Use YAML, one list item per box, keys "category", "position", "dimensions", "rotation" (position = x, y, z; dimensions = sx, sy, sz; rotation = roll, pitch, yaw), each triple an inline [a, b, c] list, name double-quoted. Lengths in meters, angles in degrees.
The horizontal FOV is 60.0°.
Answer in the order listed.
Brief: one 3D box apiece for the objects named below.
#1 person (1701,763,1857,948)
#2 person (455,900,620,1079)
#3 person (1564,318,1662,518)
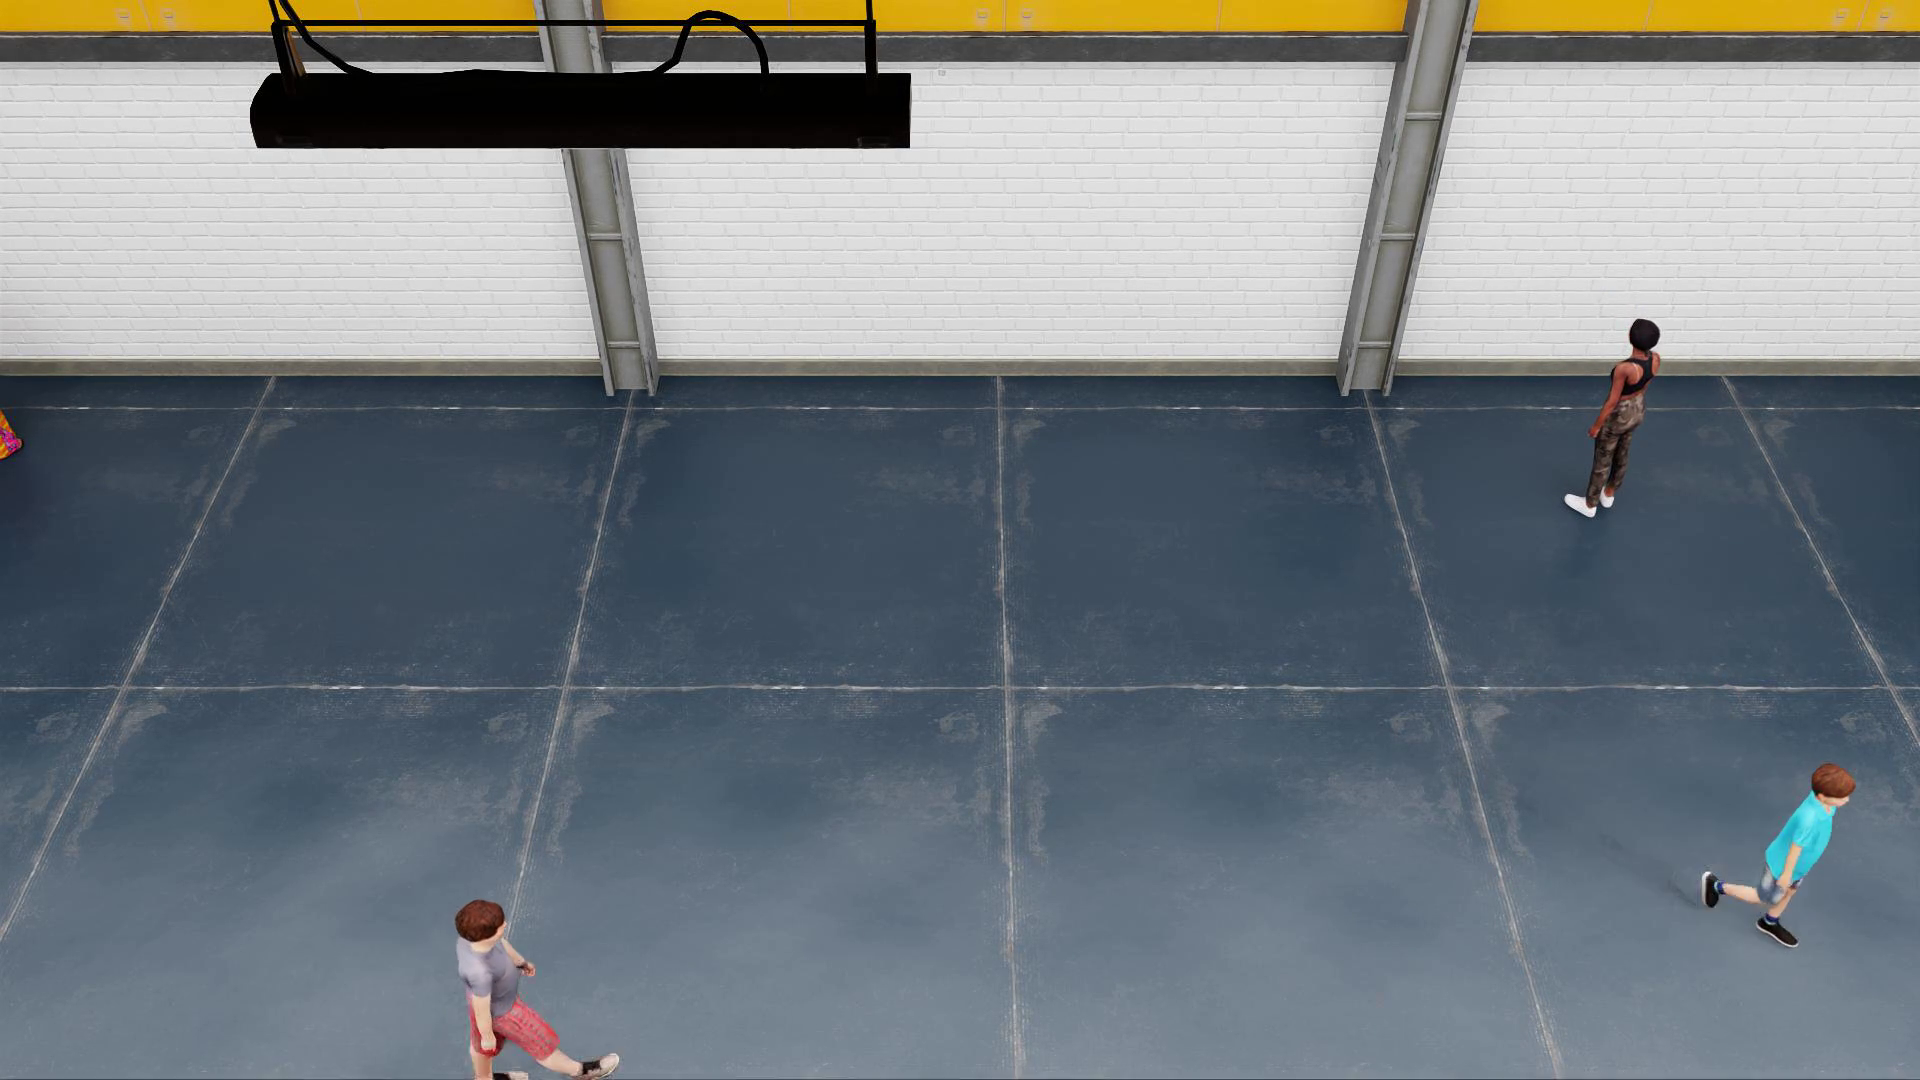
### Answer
- category: "person"
  position: [4.667, 1.757, 9.449]
  dimensions: [0.894, 1.439, 0.832]
  rotation: [33, 53, 30]
- category: "person"
  position: [-2.482, 2.426, 8.614]
  dimensions: [1.083, 1.622, 0.815]
  rotation: [-13, 45, -14]
- category: "person"
  position: [4.773, -0.886, 12.034]
  dimensions: [0.610, 1.699, 0.716]
  rotation: [-21, 48, -21]
